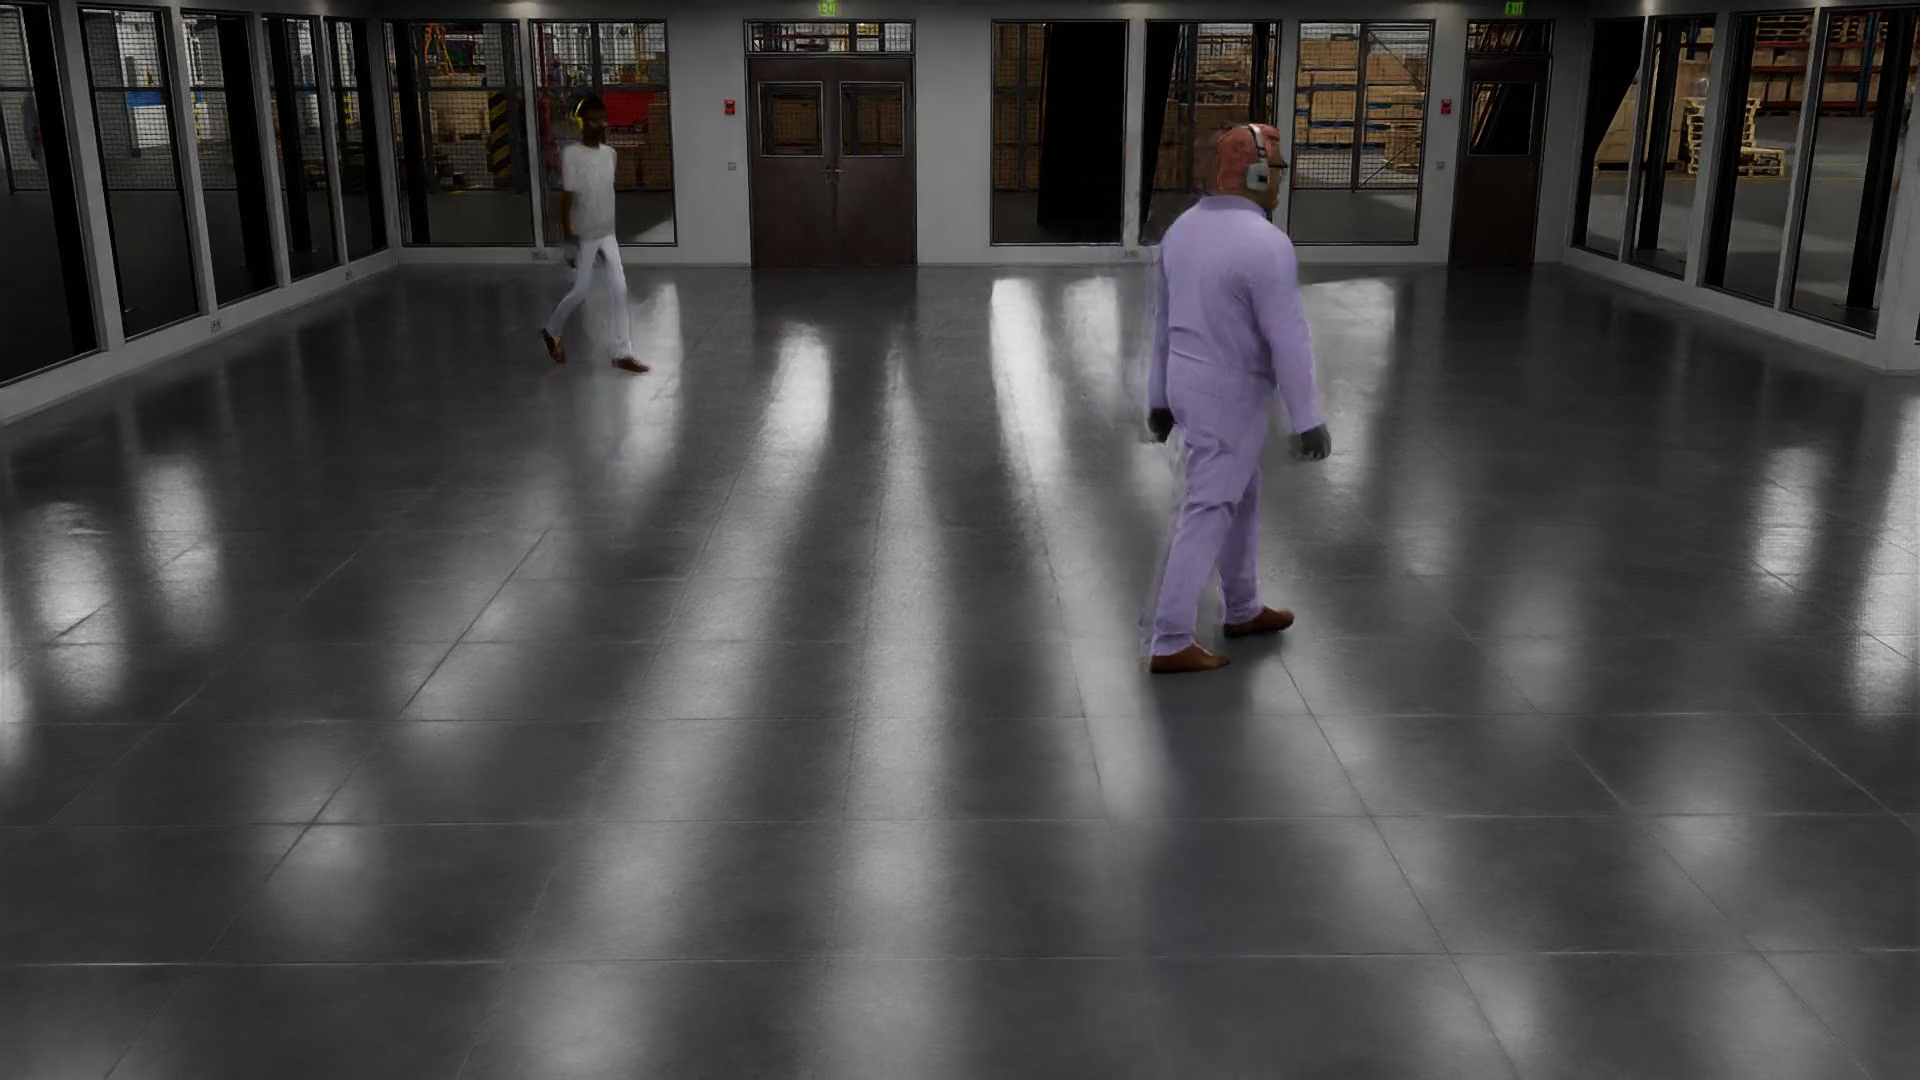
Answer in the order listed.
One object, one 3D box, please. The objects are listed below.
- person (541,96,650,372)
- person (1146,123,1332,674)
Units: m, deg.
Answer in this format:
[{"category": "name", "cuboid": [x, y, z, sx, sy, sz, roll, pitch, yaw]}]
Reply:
[{"category": "person", "cuboid": [-2.534, -2.067, 11.278, 0.875, 1.843, 0.526, 11, 20, 34]}, {"category": "person", "cuboid": [1.006, -0.469, 5.761, 0.845, 1.879, 0.661, -6, 17, -19]}]
